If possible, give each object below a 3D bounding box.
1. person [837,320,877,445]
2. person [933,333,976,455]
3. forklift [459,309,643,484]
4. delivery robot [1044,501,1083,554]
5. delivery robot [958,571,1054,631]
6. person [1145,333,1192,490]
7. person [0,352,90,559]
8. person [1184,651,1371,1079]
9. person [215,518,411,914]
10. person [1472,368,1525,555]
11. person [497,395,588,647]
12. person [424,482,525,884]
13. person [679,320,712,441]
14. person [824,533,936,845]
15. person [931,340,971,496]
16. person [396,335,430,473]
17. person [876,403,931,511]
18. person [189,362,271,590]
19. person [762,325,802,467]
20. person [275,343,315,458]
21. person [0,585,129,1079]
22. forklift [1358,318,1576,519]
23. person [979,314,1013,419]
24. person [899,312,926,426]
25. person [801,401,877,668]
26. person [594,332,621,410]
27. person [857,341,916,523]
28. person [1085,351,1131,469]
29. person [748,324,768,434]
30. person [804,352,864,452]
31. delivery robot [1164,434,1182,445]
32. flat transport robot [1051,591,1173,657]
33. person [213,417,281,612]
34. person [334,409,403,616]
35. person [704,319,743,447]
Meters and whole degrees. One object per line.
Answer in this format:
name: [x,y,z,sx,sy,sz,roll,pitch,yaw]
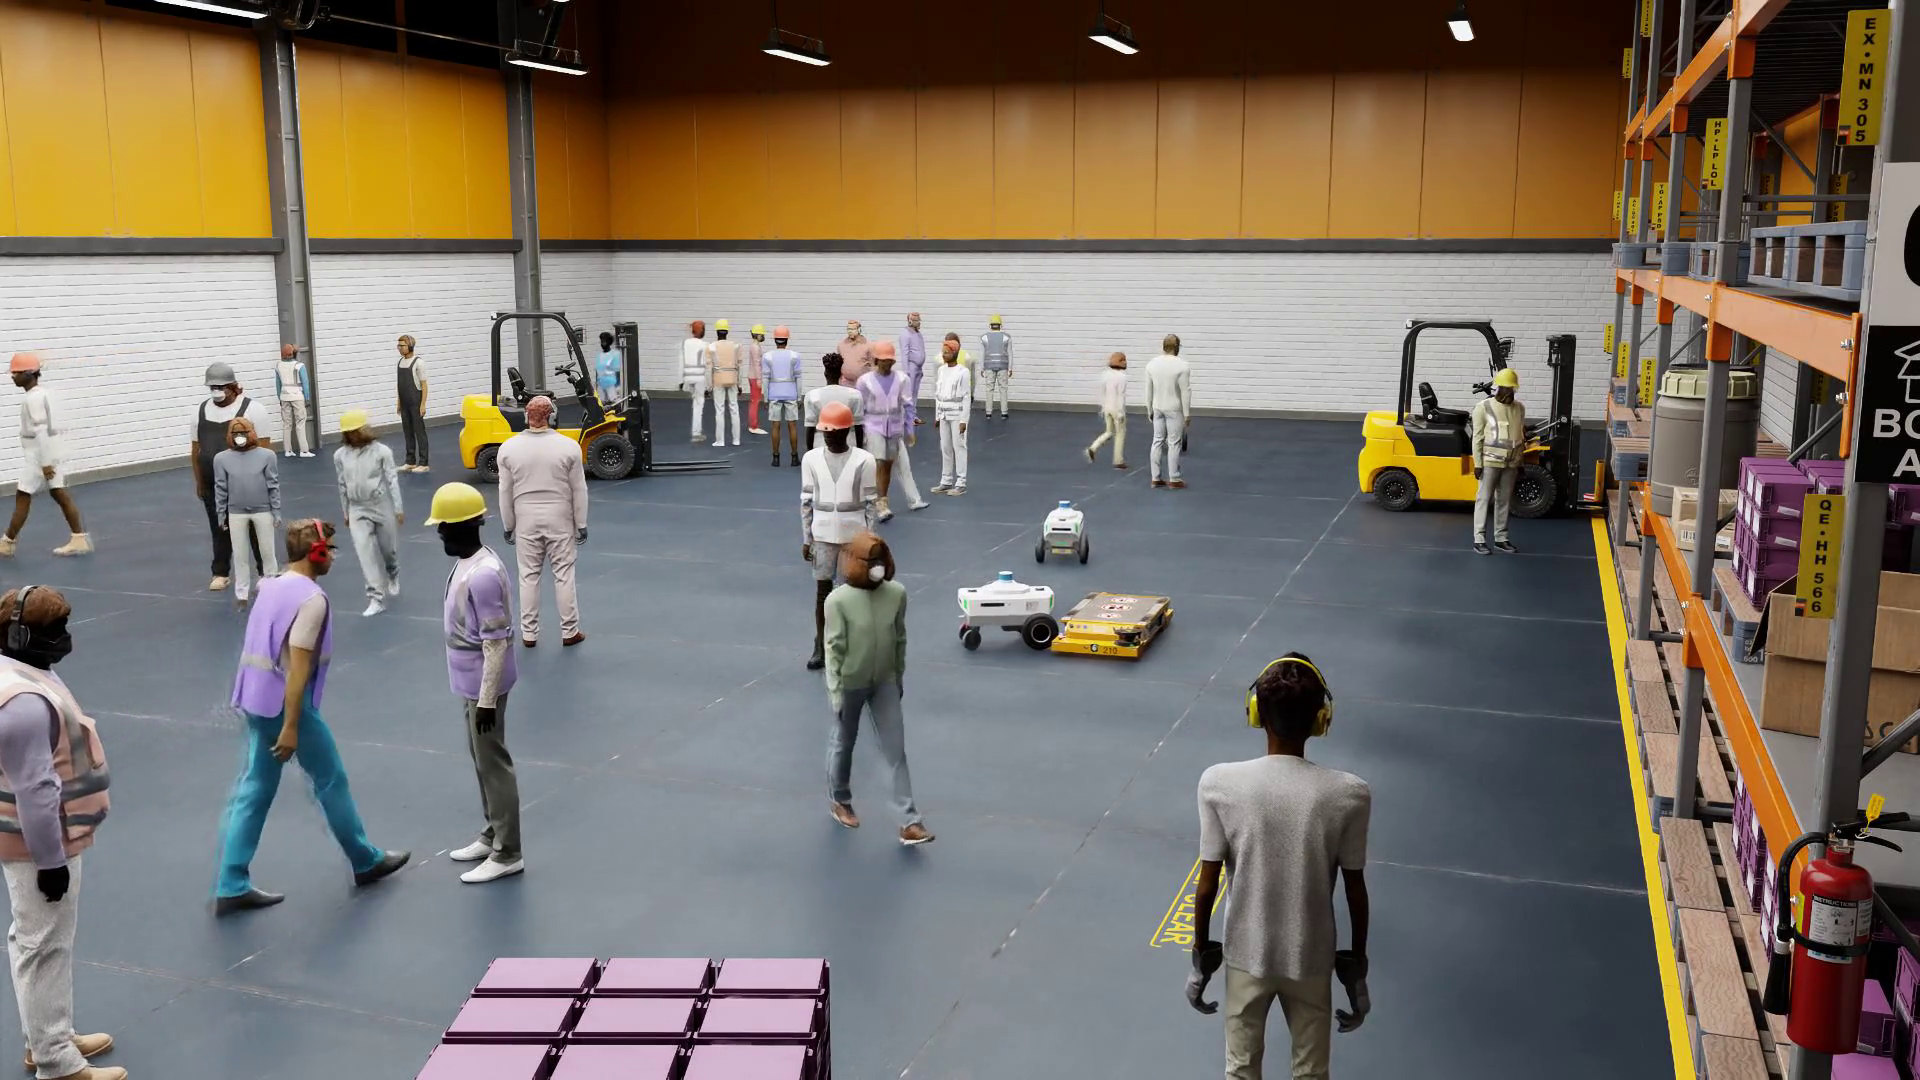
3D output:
person: [-1.594,-2.381,25.211,0.652,1.906,0.402,3,11,17]
person: [-0.082,-2.053,23.711,0.627,1.793,0.976,-1,10,-5]
forklift: [-5.354,-1.902,21.697,2.313,2.155,1.214,-2,10,-13]
delivery robot: [1.005,-0.132,16.081,0.477,0.478,0.707,1,10,7]
delivery robot: [0.345,0.483,12.621,0.707,0.478,0.477,-1,10,-6]
person: [2.598,-1.596,20.696,0.635,1.936,0.355,8,13,40]
person: [-9.017,-0.804,16.050,1.023,1.997,0.640,-4,11,-19]
person: [0.933,1.247,4.881,0.539,1.869,0.313,2,10,10]
person: [-3.042,0.797,7.691,0.606,1.767,0.959,9,14,42]
person: [5.312,-0.774,16.365,0.586,1.833,0.403,-4,11,-19]
person: [-3.132,-0.136,12.565,0.651,1.906,0.409,-1,10,-6]
person: [-2.316,0.676,7.948,0.380,1.919,0.594,-4,11,-23]
person: [-4.018,-2.475,25.849,0.621,1.859,0.699,5,11,28]
person: [-0.442,0.755,8.427,0.516,1.582,0.867,-6,12,-31]
person: [-0.105,-1.482,20.211,0.356,1.883,0.574,-9,13,-40]
person: [-7.310,-1.808,22.152,0.521,1.844,0.331,6,12,31]
person: [-0.742,-1.098,18.845,0.836,1.599,0.524,8,13,38]
person: [-6.402,-0.562,14.583,0.692,2.000,0.537,-1,10,-3]
person: [-2.429,-1.969,22.793,0.542,1.939,0.364,-1,10,-3]
person: [-9.508,-1.985,23.728,0.514,1.641,0.309,2,10,13]
person: [-3.273,1.070,5.967,0.430,1.841,0.624,-6,12,-31]
forklift: [5.787,-1.437,19.079,2.313,2.155,1.214,3,11,19]
person: [0.635,-3.014,28.975,0.589,1.834,0.404,1,10,3]
person: [-0.777,-2.881,28.023,0.399,1.908,0.643,4,11,23]
person: [-0.865,-0.027,11.872,0.548,1.934,0.375,1,10,6]
person: [-5.514,-2.430,26.104,0.546,1.686,0.607,7,12,33]
person: [-0.806,-1.189,18.291,0.616,1.979,1.055,-3,11,-19]
person: [2.025,-1.739,22.437,0.562,1.618,0.499,-6,12,-30]
person: [-3.250,-2.586,26.761,0.327,1.765,0.528,-2,10,-11]
person: [-1.258,-0.894,16.661,0.606,1.966,0.367,-2,10,-12]
delivery robot: [3.080,-1.598,24.315,0.477,0.478,0.707,1,9,7]
flat transport robot: [1.199,0.631,12.849,0.652,0.197,1.431,3,11,17]
person: [-5.888,-0.212,13.785,0.504,1.627,0.286,-3,11,-17]
person: [-4.899,-0.270,13.888,0.521,1.702,0.780,0,10,-2]
person: [-3.560,-2.352,25.000,0.614,1.926,0.386,-5,11,-24]
